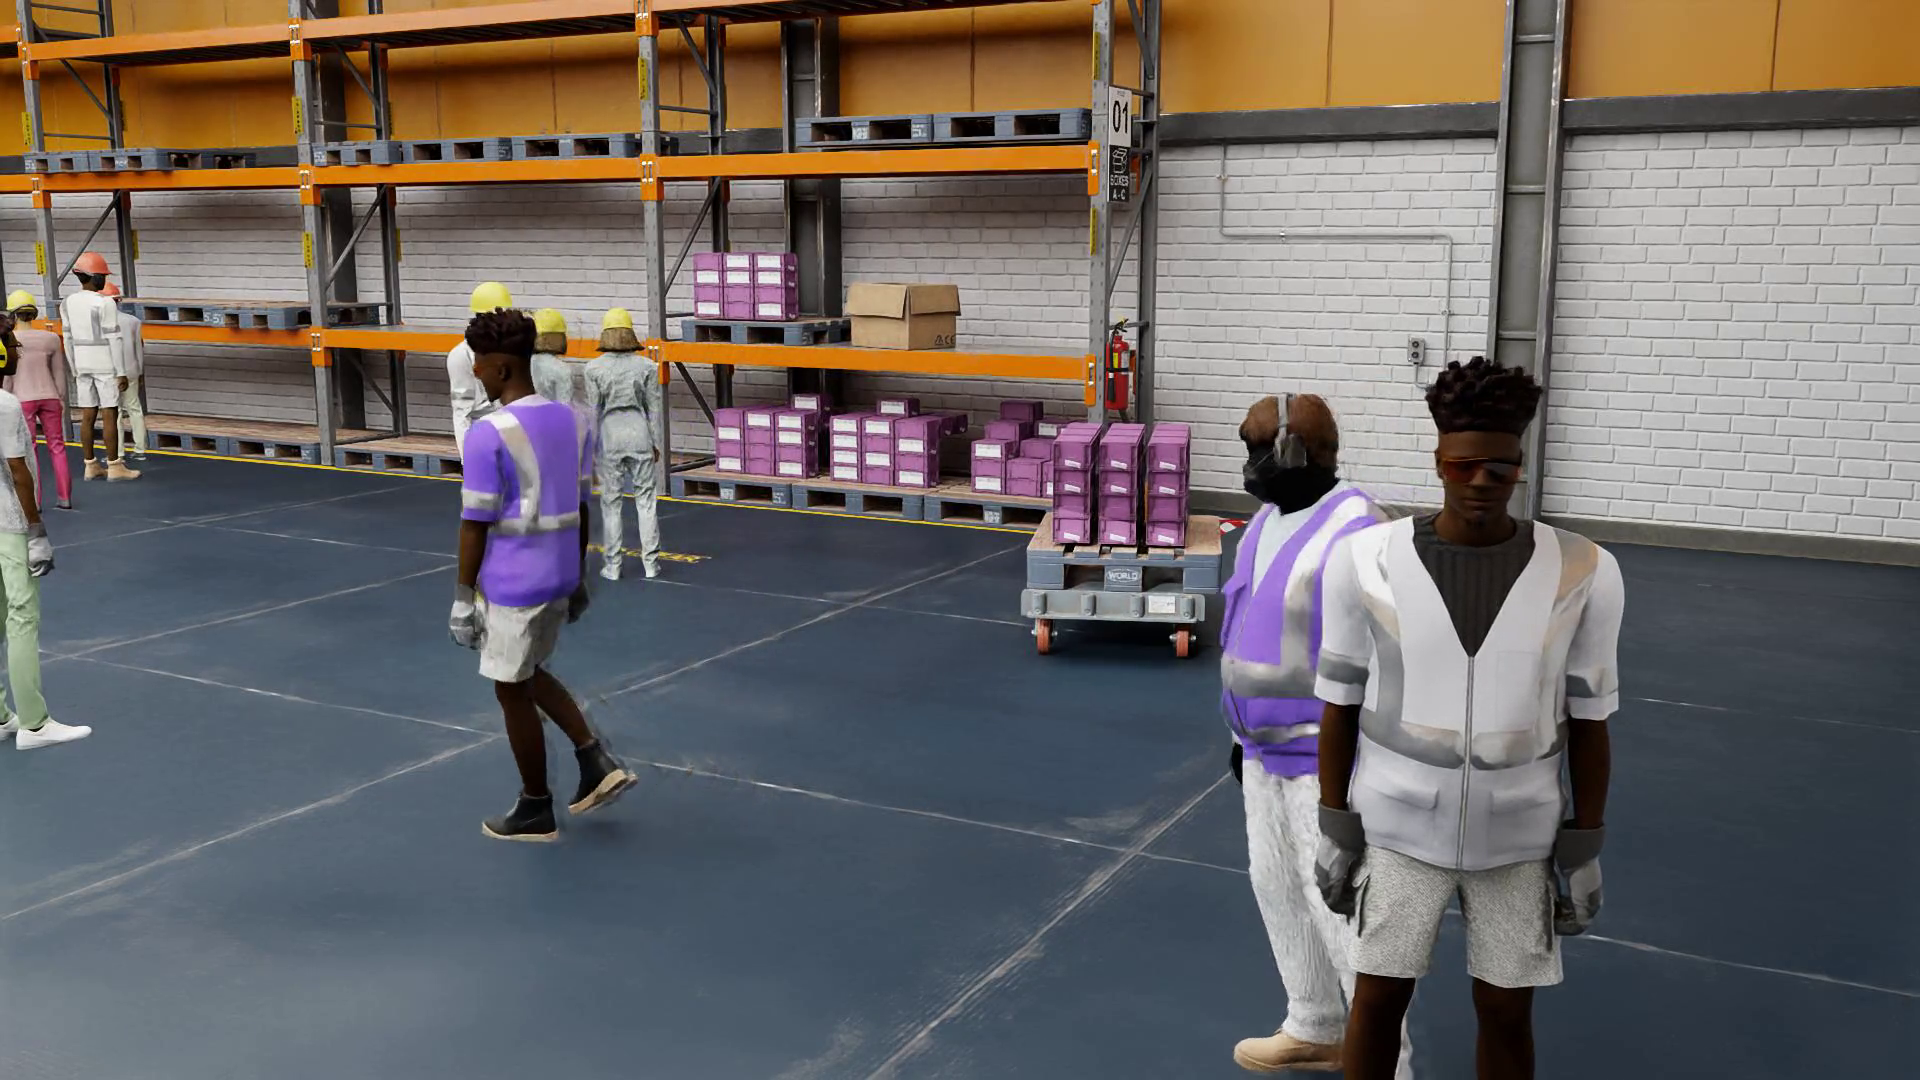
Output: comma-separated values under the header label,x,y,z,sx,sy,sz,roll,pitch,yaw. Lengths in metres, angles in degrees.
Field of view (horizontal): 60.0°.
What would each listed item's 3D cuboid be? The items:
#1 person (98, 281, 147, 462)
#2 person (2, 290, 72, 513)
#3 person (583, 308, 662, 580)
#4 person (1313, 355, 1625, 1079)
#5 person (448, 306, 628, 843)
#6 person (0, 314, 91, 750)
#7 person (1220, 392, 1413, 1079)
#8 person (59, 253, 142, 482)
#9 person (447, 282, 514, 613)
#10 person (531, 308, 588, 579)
label,x,y,z,sx,sy,sz,roll,pitch,yaw
person,-8.224,-1.631,16.193,0.338,1.754,0.563,6,12,29
person,-7.372,-1.091,13.207,0.330,1.769,0.526,7,13,35
person,-2.156,-0.612,10.664,0.484,1.736,0.307,-3,11,-18
person,1.035,0.594,3.459,0.603,1.957,0.385,2,11,12
person,-1.555,0.141,5.966,0.446,1.943,0.602,3,11,18
person,-4.091,-0.036,7.137,0.520,1.873,0.328,5,12,27
person,0.890,0.540,4.188,0.430,1.804,0.761,-3,11,-17
person,-7.709,-1.540,14.909,0.615,2.043,0.373,4,11,19
person,-2.701,-0.535,9.714,0.366,1.927,0.591,5,11,25
person,-2.597,-0.594,10.563,0.483,1.738,0.317,7,12,32
